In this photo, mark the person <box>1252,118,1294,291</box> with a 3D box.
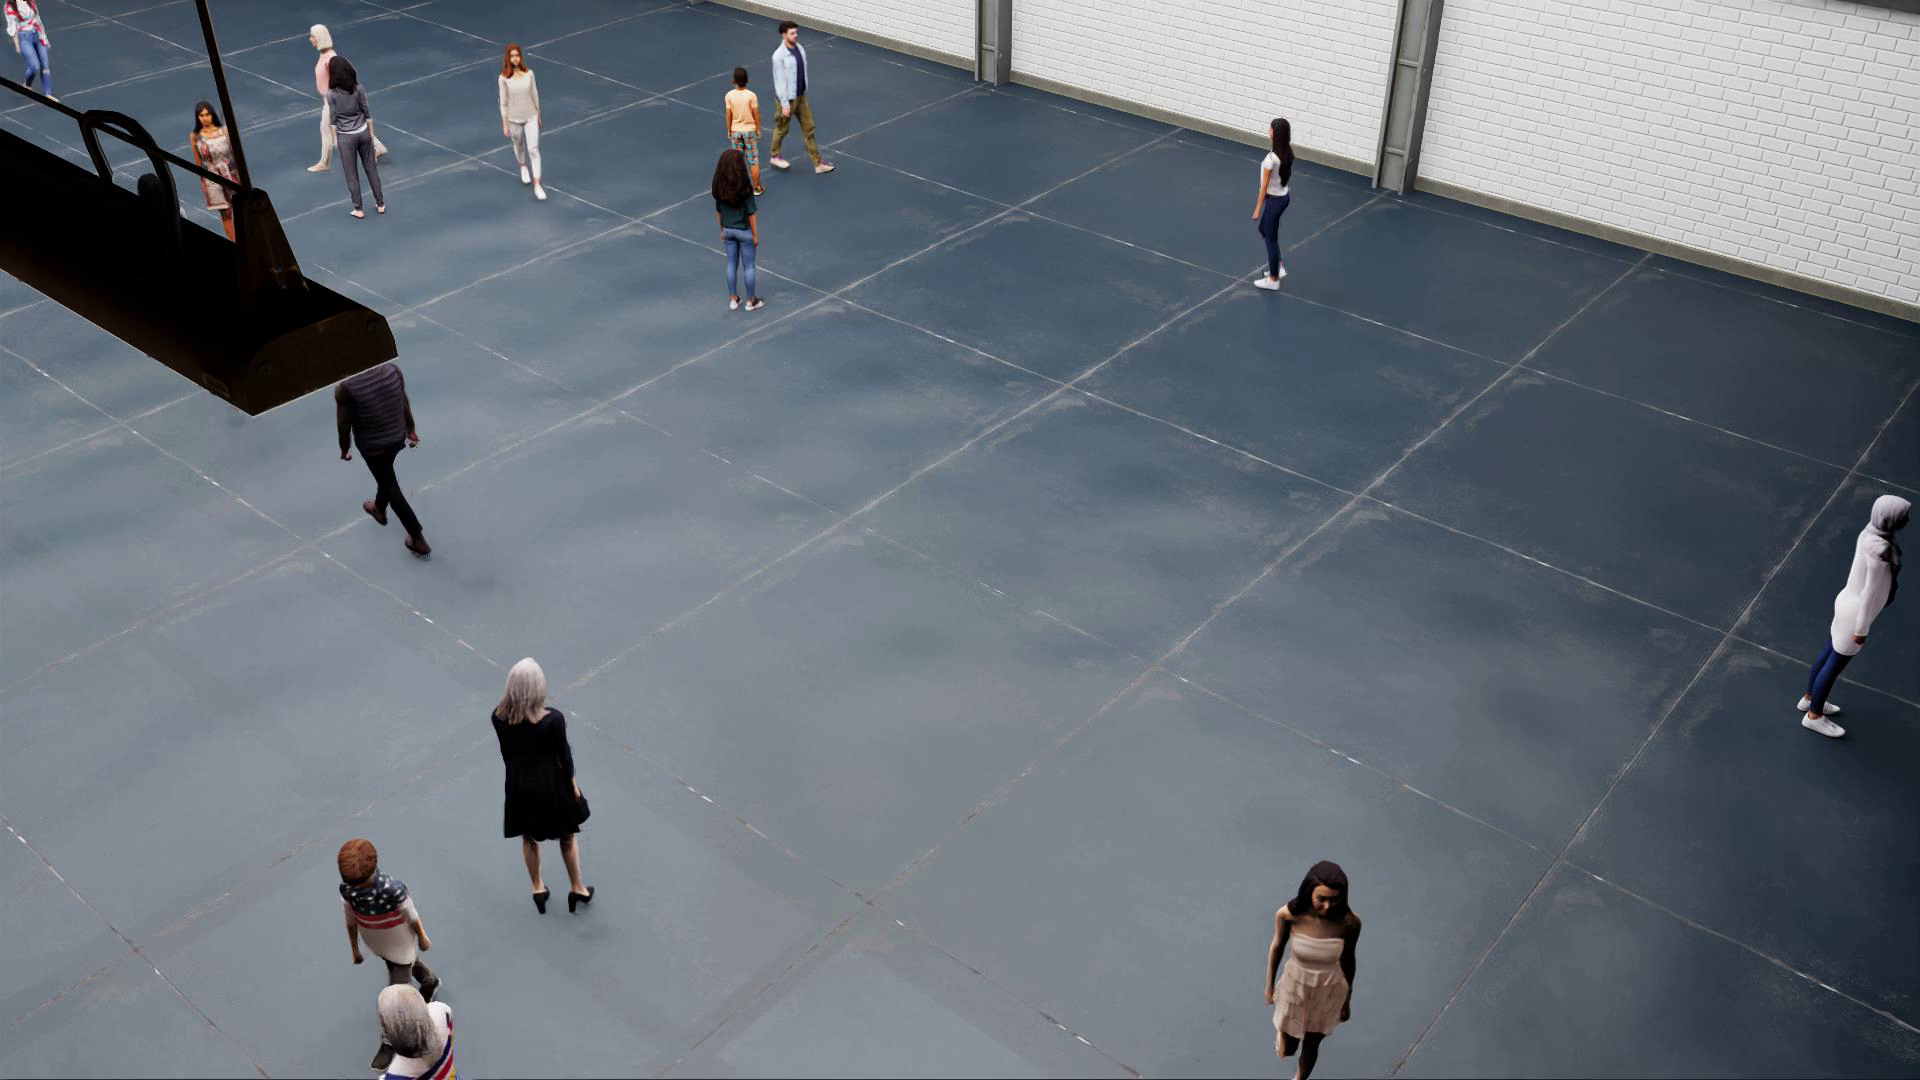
[{"bbox_3d":[3.226,-3.313,16.563,0.636,1.763,0.650,17,37,23],"label":"person"}]

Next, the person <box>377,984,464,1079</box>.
[{"bbox_3d":[-2.270,2.666,7.568,1.227,1.761,0.924,12,35,17],"label":"person"}]

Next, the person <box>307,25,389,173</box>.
[{"bbox_3d":[-7.191,-5.144,19.392,1.004,1.680,1.185,-15,37,-22],"label":"person"}]

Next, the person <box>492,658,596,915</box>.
[{"bbox_3d":[-2.376,1.423,9.463,0.702,1.735,0.791,1,34,1],"label":"person"}]

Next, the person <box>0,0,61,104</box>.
[{"bbox_3d":[-11.998,-6.420,21.381,0.734,1.604,0.672,15,37,22],"label":"person"}]

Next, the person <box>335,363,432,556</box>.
[{"bbox_3d":[-4.345,-0.691,12.594,1.121,1.789,0.702,25,41,32],"label":"person"}]

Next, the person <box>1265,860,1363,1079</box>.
[{"bbox_3d":[1.749,2.195,8.309,0.797,1.727,0.833,4,34,6],"label":"person"}]

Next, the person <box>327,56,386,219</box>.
[{"bbox_3d":[-6.640,-4.417,18.226,0.631,1.761,0.580,-23,40,-31],"label":"person"}]

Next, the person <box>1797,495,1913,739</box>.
[{"bbox_3d":[5.833,0.474,10.853,0.631,1.775,0.669,13,36,18],"label":"person"}]

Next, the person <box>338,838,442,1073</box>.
[{"bbox_3d":[-2.999,2.047,8.826,0.939,1.401,0.830,8,34,11],"label":"person"}]

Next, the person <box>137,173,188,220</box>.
[{"bbox_3d":[-7.283,-2.509,15.402,0.850,1.707,1.203,-21,39,-28],"label":"person"}]

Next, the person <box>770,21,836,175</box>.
[{"bbox_3d":[-2.023,-5.101,19.255,1.172,1.761,0.742,22,39,29],"label":"person"}]

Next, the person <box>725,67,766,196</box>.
[{"bbox_3d":[-2.445,-4.618,18.798,0.598,1.462,0.671,0,34,0],"label":"person"}]

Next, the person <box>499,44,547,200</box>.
[{"bbox_3d":[-4.988,-4.778,18.853,0.950,1.668,1.185,-13,36,-19],"label":"person"}]

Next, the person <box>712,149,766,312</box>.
[{"bbox_3d":[-2.174,-3.032,16.274,0.633,1.614,0.739,12,35,17],"label":"person"}]

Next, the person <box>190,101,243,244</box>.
[{"bbox_3d":[-7.733,-3.805,17.429,0.897,1.623,1.133,-15,36,-21],"label":"person"}]
